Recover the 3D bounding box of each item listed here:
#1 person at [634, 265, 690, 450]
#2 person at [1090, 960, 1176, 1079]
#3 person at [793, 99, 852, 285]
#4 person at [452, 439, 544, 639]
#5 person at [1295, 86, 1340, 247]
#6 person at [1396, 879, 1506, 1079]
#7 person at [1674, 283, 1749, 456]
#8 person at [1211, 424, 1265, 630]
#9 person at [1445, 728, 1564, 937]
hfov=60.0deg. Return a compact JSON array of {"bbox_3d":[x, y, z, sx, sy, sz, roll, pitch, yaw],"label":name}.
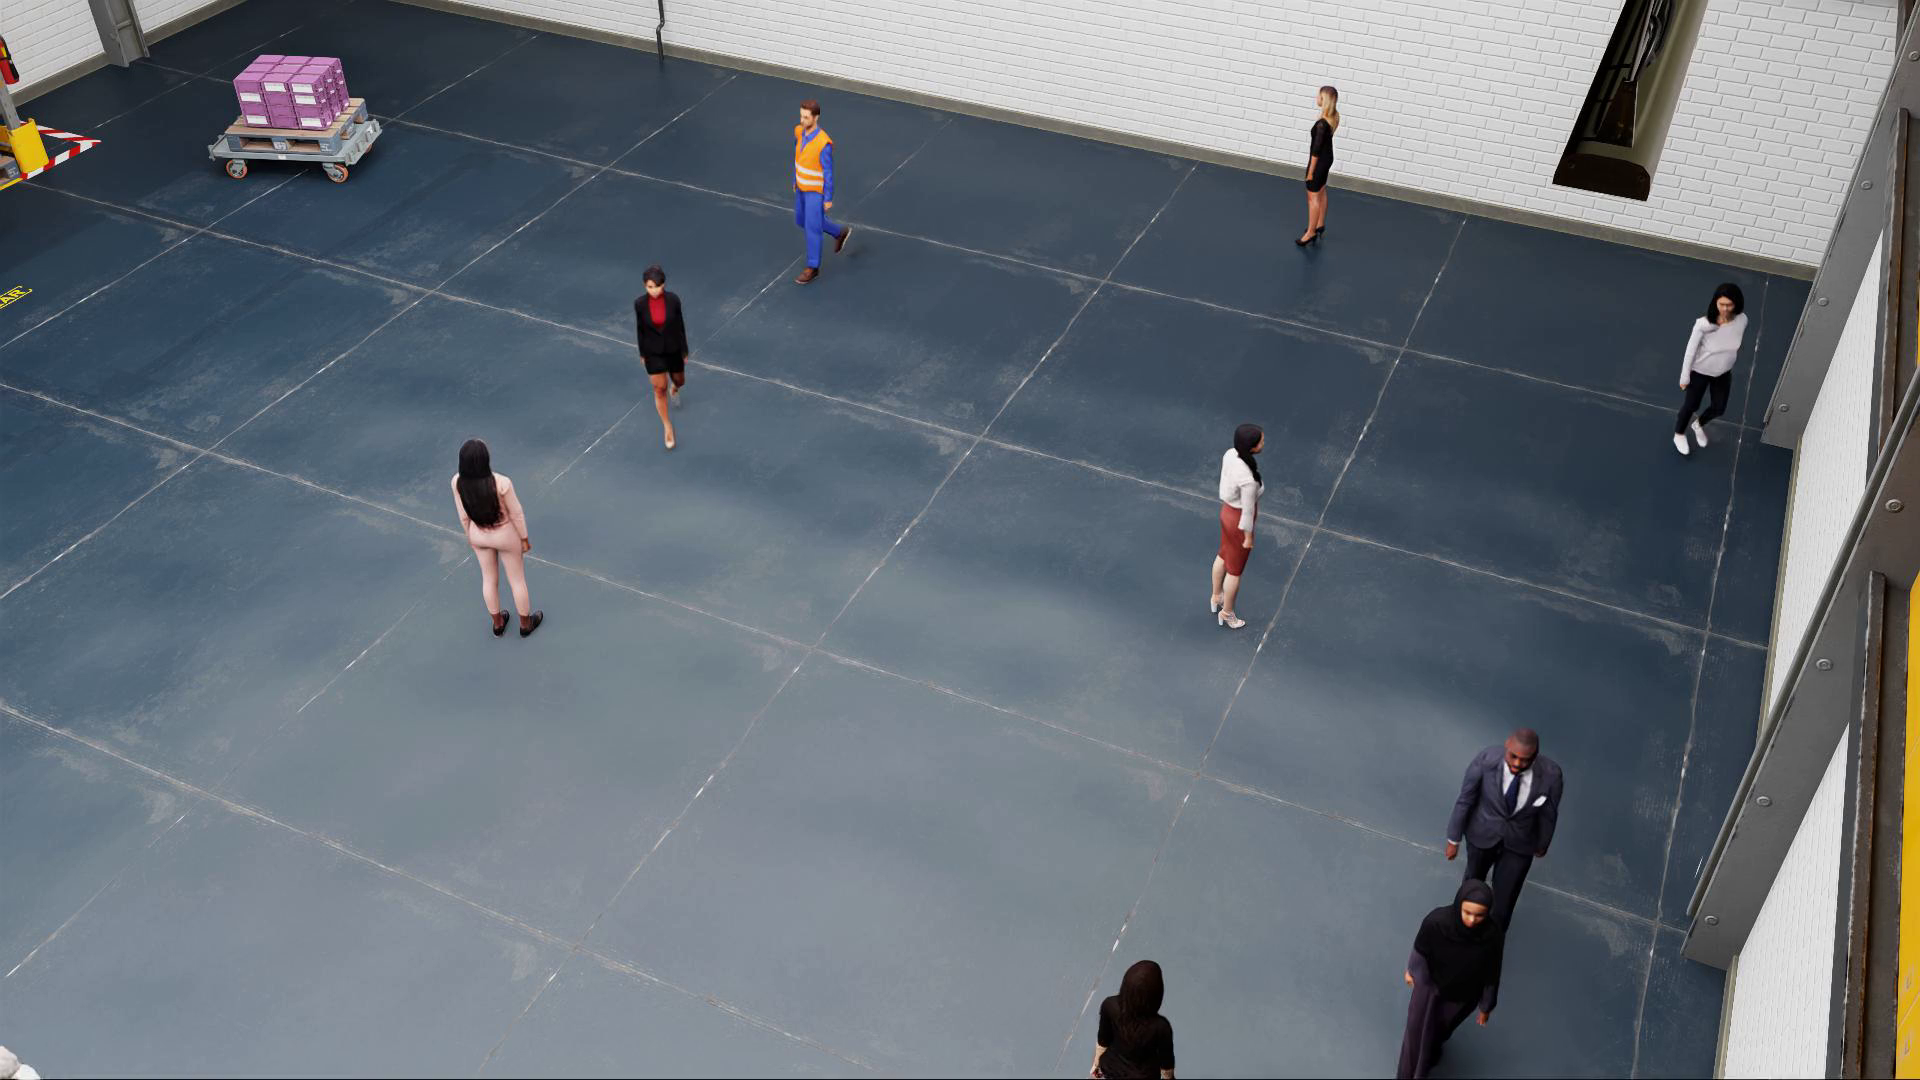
[{"bbox_3d":[-2.503,-1.586,14.047,0.894,1.620,1.026,-6,39,-8],"label":"person"},{"bbox_3d":[0.844,2.808,8.553,0.667,1.610,1.084,21,43,25],"label":"person"},{"bbox_3d":[-1.376,-3.425,16.166,1.109,1.849,0.929,-30,48,-32],"label":"person"},{"bbox_3d":[-3.348,-0.006,11.987,0.680,1.722,0.648,4,39,5],"label":"person"},{"bbox_3d":[3.621,-3.768,16.734,0.614,1.675,0.424,18,42,22],"label":"person"},{"bbox_3d":[2.690,2.359,9.117,0.777,1.607,1.086,8,39,10],"label":"person"},{"bbox_3d":[6.217,-1.429,13.809,0.781,1.671,0.803,-9,40,-11],"label":"person"},{"bbox_3d":[2.018,-0.108,12.091,0.737,1.751,0.645,-7,39,-9],"label":"person"},{"bbox_3d":[3.185,1.701,9.786,0.731,1.801,0.855,15,41,18],"label":"person"}]
